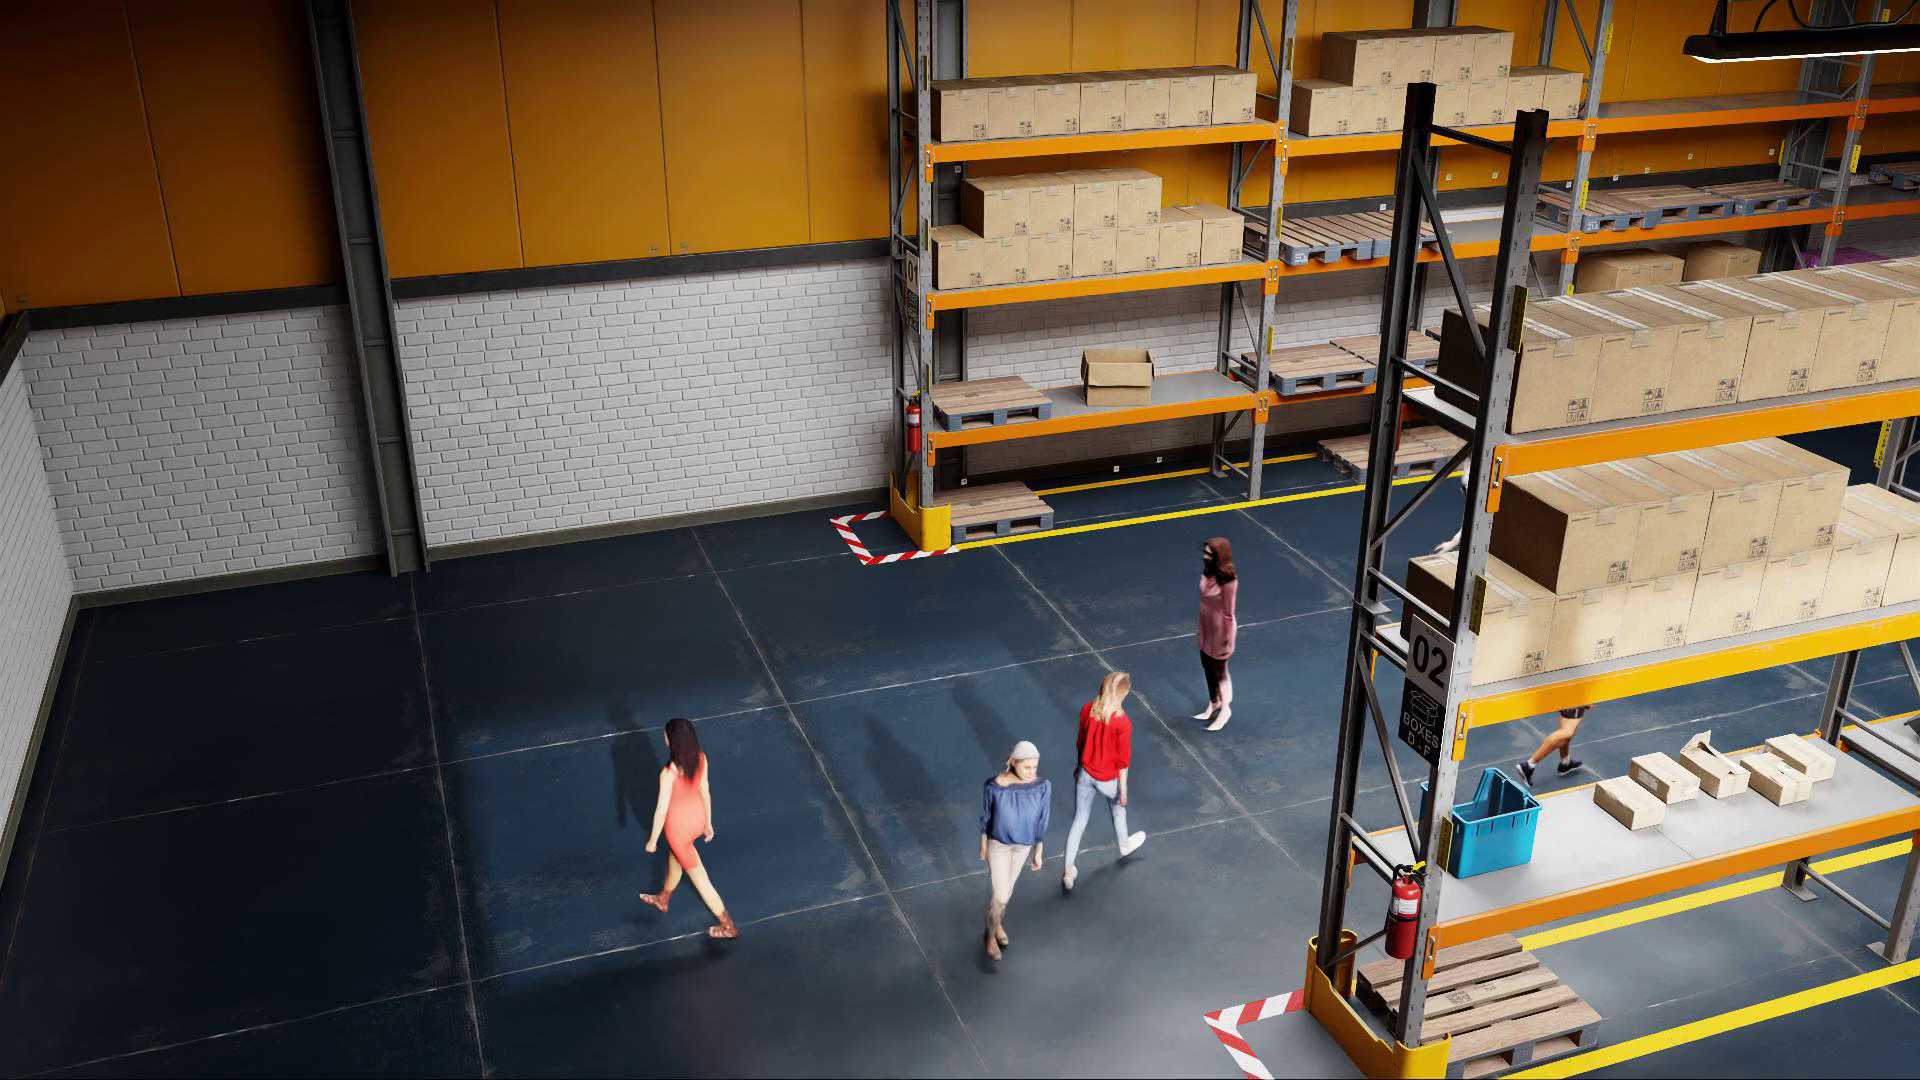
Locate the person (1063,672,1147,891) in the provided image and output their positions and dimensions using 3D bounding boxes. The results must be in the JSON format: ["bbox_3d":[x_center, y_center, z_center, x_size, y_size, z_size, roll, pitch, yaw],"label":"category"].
[{"bbox_3d":[0.990,1.781,12.068,1.034,1.640,1.214,16,28,32],"label":"person"}]

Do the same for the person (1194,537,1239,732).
[{"bbox_3d":[2.197,0.784,14.156,0.561,1.794,0.606,-10,25,-21],"label":"person"}]

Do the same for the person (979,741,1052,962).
[{"bbox_3d":[0.309,2.064,11.381,0.609,1.671,0.683,-3,24,-7],"label":"person"}]

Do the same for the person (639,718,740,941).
[{"bbox_3d":[-1.821,2.040,11.439,1.130,1.669,1.114,13,27,27],"label":"person"}]
